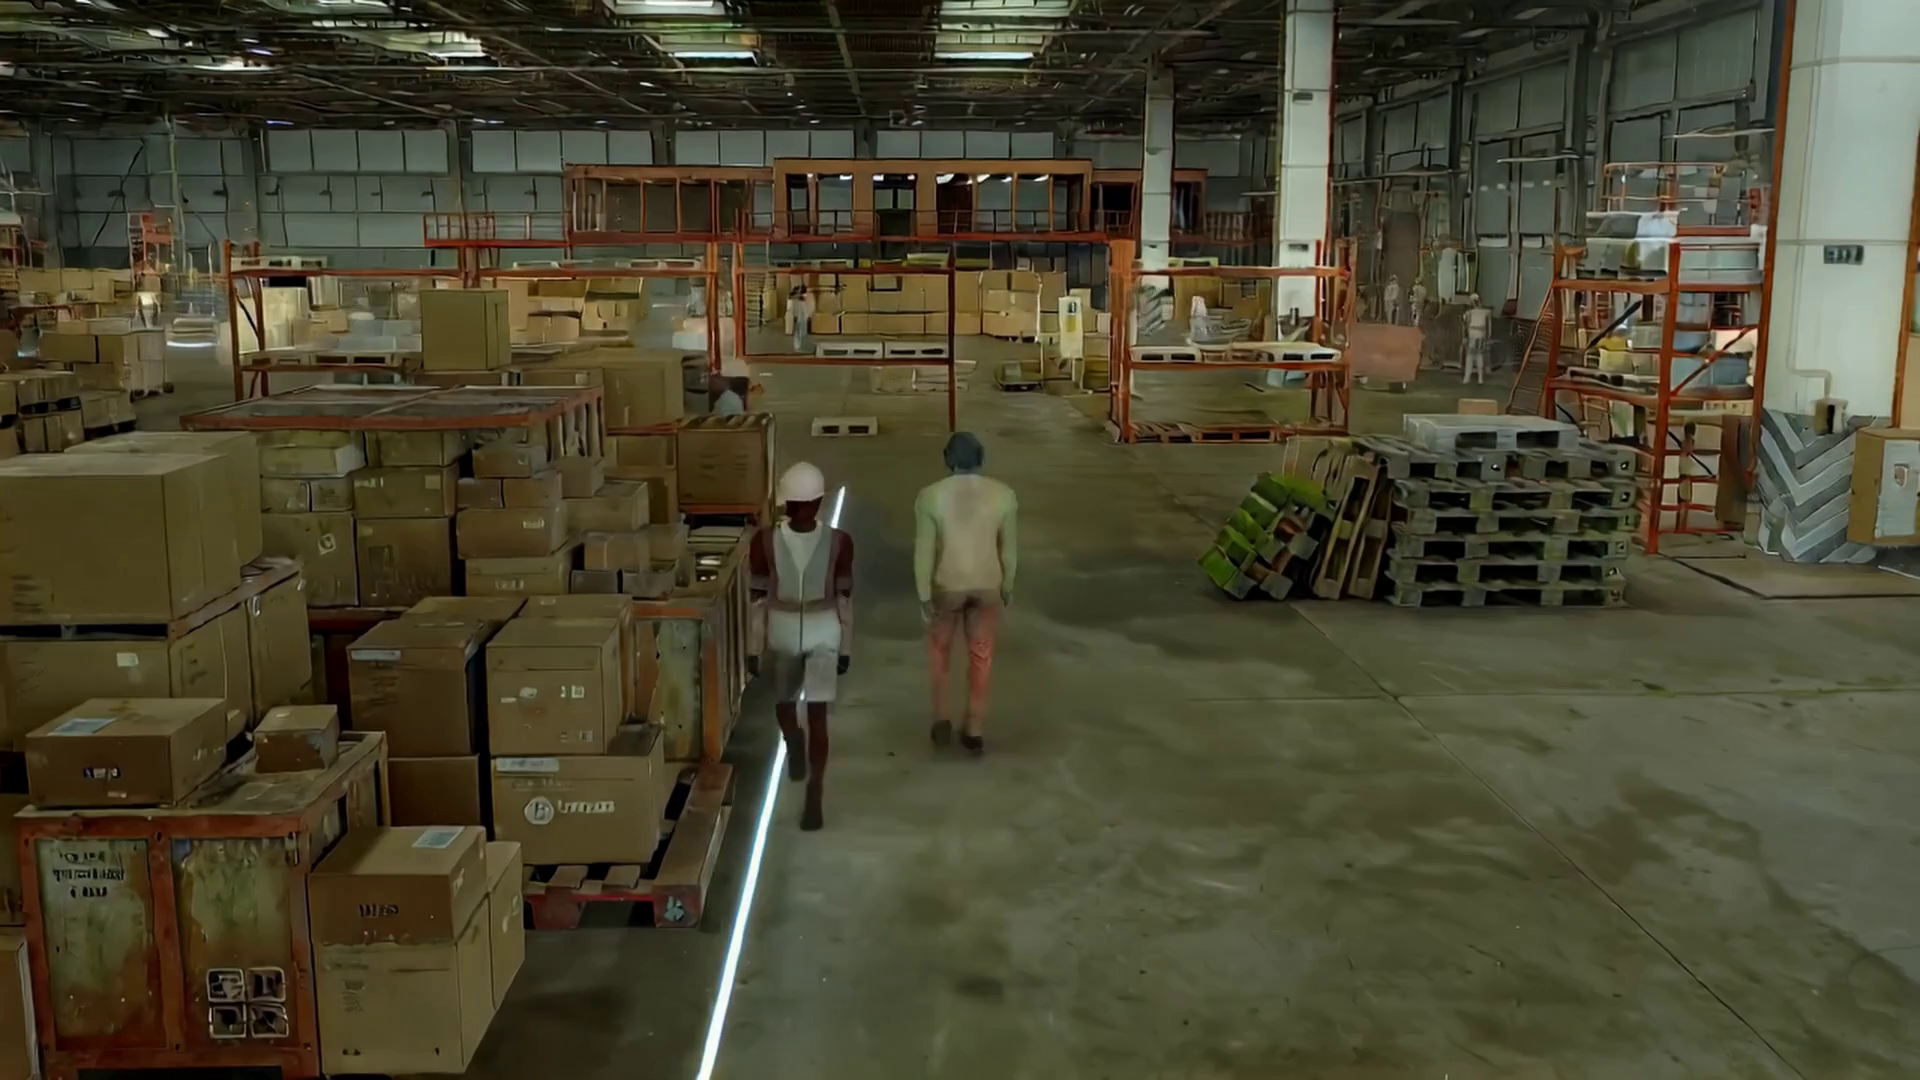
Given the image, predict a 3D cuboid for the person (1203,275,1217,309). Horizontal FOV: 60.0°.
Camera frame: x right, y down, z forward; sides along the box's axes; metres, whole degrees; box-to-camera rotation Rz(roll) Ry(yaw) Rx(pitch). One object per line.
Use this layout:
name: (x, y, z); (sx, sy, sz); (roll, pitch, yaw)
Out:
person: (10.731, -10.777, 71.519); (0.612, 1.986, 0.407); (3, 11, 18)

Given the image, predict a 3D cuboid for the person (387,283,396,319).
person: (-16.247, -6.430, 47.635); (0.327, 1.865, 0.514); (-4, 11, -19)

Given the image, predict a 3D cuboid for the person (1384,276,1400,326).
person: (14.167, -7.687, 54.459); (0.585, 1.928, 0.369); (-4, 11, -22)

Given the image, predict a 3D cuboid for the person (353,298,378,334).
person: (-12.371, -4.080, 34.522); (0.606, 1.883, 0.958); (3, 11, 18)

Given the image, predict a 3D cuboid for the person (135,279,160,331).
person: (-23.333, -6.509, 47.789); (0.609, 1.965, 0.368); (-7, 12, -34)

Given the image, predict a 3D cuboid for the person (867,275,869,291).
person: (-3.563, -8.848, 61.197); (0.964, 1.844, 0.580); (-4, 11, -19)

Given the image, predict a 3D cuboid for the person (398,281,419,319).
person: (-15.386, -6.251, 46.531); (0.584, 1.931, 0.371); (-10, 14, -44)

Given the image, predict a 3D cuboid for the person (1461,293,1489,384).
person: (11.038, -4.321, 35.676); (0.553, 1.935, 0.364); (1, 10, 5)

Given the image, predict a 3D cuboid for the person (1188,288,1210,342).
person: (6.511, -5.886, 44.777); (0.932, 1.795, 0.658); (-4, 11, -24)

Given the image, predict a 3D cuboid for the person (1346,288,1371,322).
person: (10.365, -5.632, 43.251); (0.627, 1.844, 0.429); (2, 10, 8)

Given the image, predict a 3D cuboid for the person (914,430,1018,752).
person: (0.031, 0.295, 10.010); (0.643, 1.917, 0.611); (-2, 10, -9)

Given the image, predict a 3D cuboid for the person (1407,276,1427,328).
person: (14.819, -7.592, 53.911); (0.606, 1.941, 0.405); (2, 10, 11)

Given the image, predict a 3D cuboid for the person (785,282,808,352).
person: (-4.510, -6.140, 45.842); (0.652, 1.927, 0.472); (-1, 10, -4)

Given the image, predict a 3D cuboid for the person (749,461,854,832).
person: (-0.837, 0.508, 8.874); (0.553, 1.915, 0.875); (0, 10, -2)

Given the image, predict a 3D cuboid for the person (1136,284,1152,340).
person: (5.634, -7.063, 51.537); (0.613, 1.724, 0.492); (-2, 10, -8)

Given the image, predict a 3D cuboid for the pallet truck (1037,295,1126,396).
pallet truck: (2.483, -3.881, 33.060); (1.885, 1.965, 0.823); (-7, 13, -36)

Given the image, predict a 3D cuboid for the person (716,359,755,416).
person: (-2.094, -0.818, 16.299); (0.925, 1.884, 0.602); (-1, 10, -4)

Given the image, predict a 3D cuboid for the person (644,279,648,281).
person: (-10.119, -7.498, 53.638); (0.505, 1.847, 0.346); (5, 11, 25)
